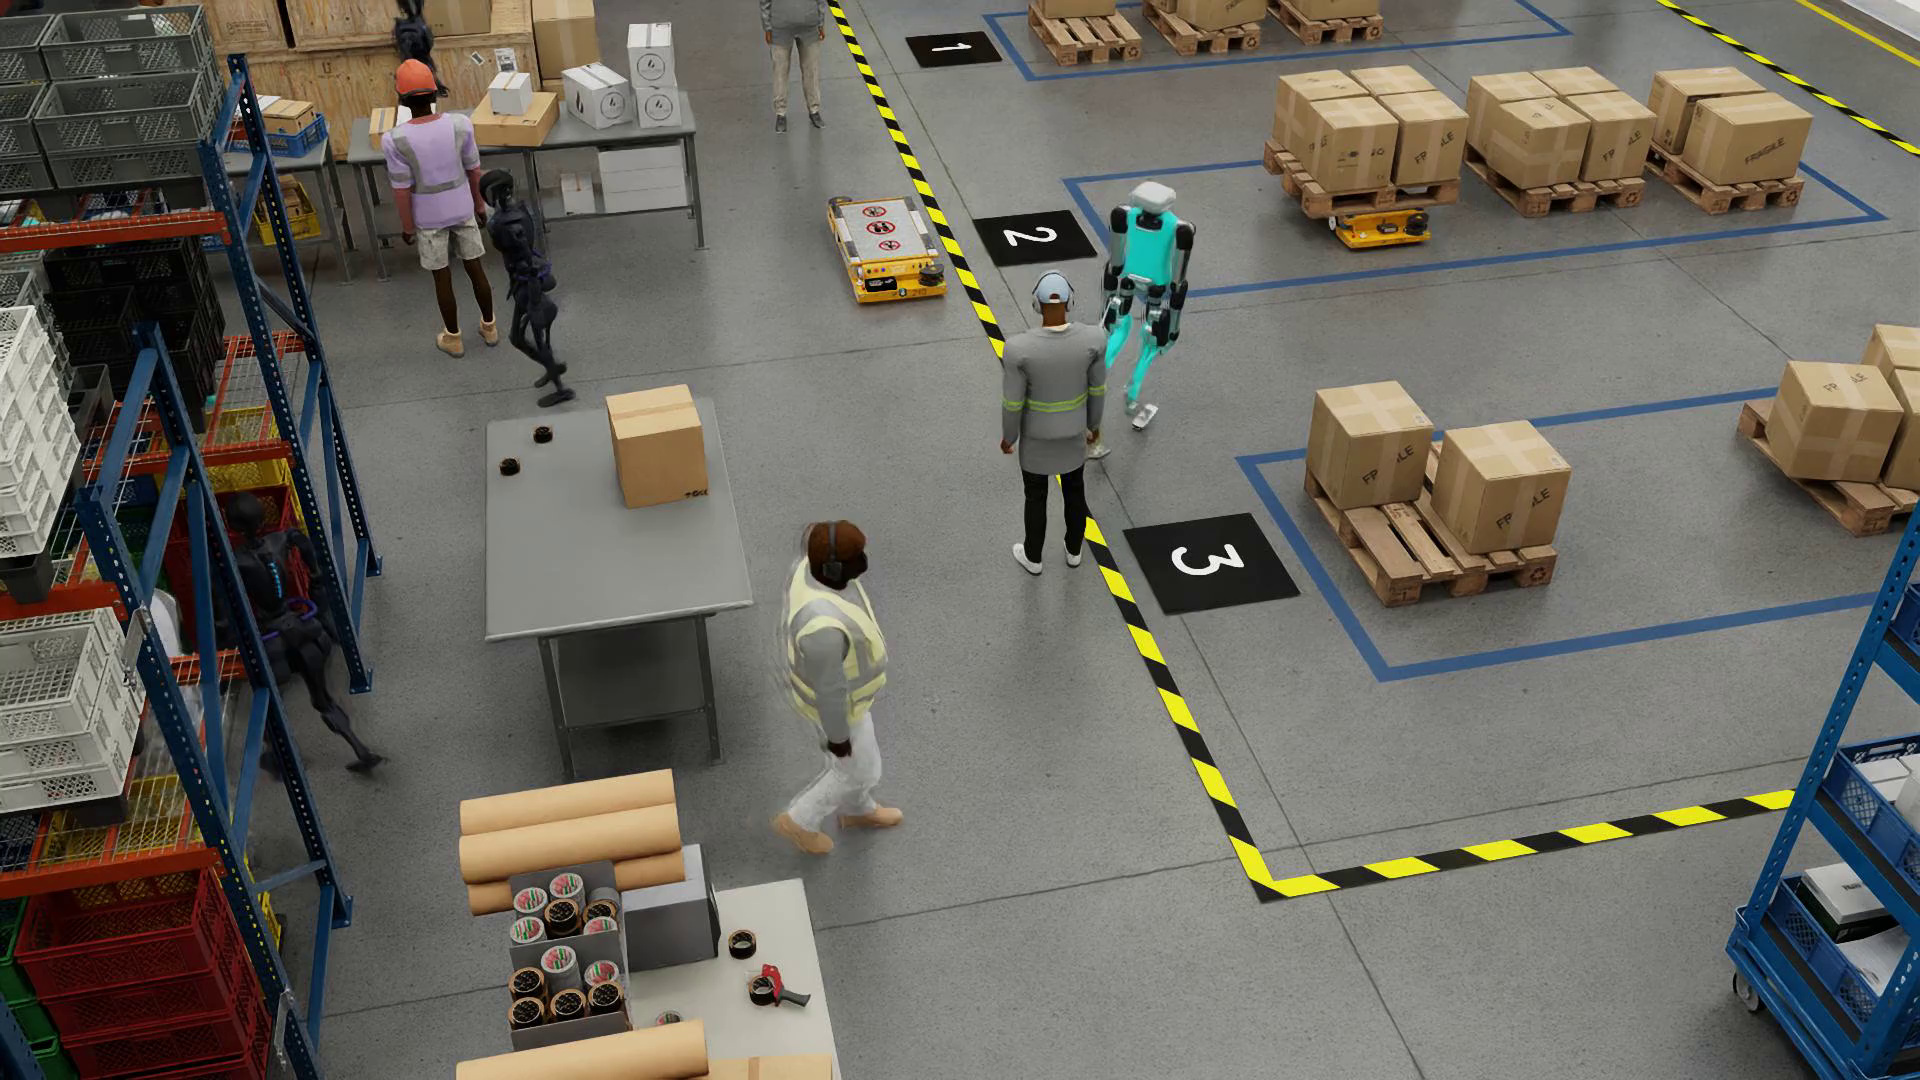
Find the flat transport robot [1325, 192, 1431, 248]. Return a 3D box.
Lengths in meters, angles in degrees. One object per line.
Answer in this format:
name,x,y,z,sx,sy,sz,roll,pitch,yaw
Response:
flat transport robot,3.134,-2.740,13.213,0.652,0.197,1.431,-8,37,-10

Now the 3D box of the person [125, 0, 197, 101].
person,-6.015,-3.431,12.763,0.602,1.943,0.396,28,45,32

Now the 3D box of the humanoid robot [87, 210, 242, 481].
humanoid robot,-4.552,-1.020,9.653,0.738,1.750,0.538,23,42,27

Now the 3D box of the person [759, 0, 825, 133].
person,-1.418,-4.373,14.172,0.568,1.769,0.397,-9,38,-12

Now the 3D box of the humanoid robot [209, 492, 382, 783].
humanoid robot,-3.183,0.475,7.767,0.587,1.630,0.598,26,44,30

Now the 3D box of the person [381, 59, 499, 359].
person,-3.423,-2.168,10.983,0.606,2.044,0.369,-23,42,-27

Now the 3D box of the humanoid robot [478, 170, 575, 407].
humanoid robot,-2.720,-1.571,10.484,0.372,1.649,0.610,-19,41,-24

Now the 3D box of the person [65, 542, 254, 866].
person,-3.466,0.807,7.200,0.555,1.791,0.621,5,37,7

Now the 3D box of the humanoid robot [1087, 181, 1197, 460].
humanoid robot,0.994,-1.211,9.995,0.536,1.774,1.037,19,41,23

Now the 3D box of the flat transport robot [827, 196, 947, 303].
flat transport robot,-0.570,-2.220,12.538,0.659,0.231,1.431,-8,37,-10

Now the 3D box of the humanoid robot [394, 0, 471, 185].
humanoid robot,-4.330,-3.574,13.219,0.719,1.646,0.610,-1,37,-2

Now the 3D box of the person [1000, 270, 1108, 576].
person,0.496,-0.630,9.079,0.587,1.847,0.401,-8,37,-11

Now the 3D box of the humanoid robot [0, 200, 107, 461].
humanoid robot,-5.490,-1.140,9.777,0.535,1.695,0.746,6,37,8

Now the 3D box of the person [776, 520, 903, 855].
person,-0.539,0.662,7.355,0.481,1.828,0.642,-3,37,-4
